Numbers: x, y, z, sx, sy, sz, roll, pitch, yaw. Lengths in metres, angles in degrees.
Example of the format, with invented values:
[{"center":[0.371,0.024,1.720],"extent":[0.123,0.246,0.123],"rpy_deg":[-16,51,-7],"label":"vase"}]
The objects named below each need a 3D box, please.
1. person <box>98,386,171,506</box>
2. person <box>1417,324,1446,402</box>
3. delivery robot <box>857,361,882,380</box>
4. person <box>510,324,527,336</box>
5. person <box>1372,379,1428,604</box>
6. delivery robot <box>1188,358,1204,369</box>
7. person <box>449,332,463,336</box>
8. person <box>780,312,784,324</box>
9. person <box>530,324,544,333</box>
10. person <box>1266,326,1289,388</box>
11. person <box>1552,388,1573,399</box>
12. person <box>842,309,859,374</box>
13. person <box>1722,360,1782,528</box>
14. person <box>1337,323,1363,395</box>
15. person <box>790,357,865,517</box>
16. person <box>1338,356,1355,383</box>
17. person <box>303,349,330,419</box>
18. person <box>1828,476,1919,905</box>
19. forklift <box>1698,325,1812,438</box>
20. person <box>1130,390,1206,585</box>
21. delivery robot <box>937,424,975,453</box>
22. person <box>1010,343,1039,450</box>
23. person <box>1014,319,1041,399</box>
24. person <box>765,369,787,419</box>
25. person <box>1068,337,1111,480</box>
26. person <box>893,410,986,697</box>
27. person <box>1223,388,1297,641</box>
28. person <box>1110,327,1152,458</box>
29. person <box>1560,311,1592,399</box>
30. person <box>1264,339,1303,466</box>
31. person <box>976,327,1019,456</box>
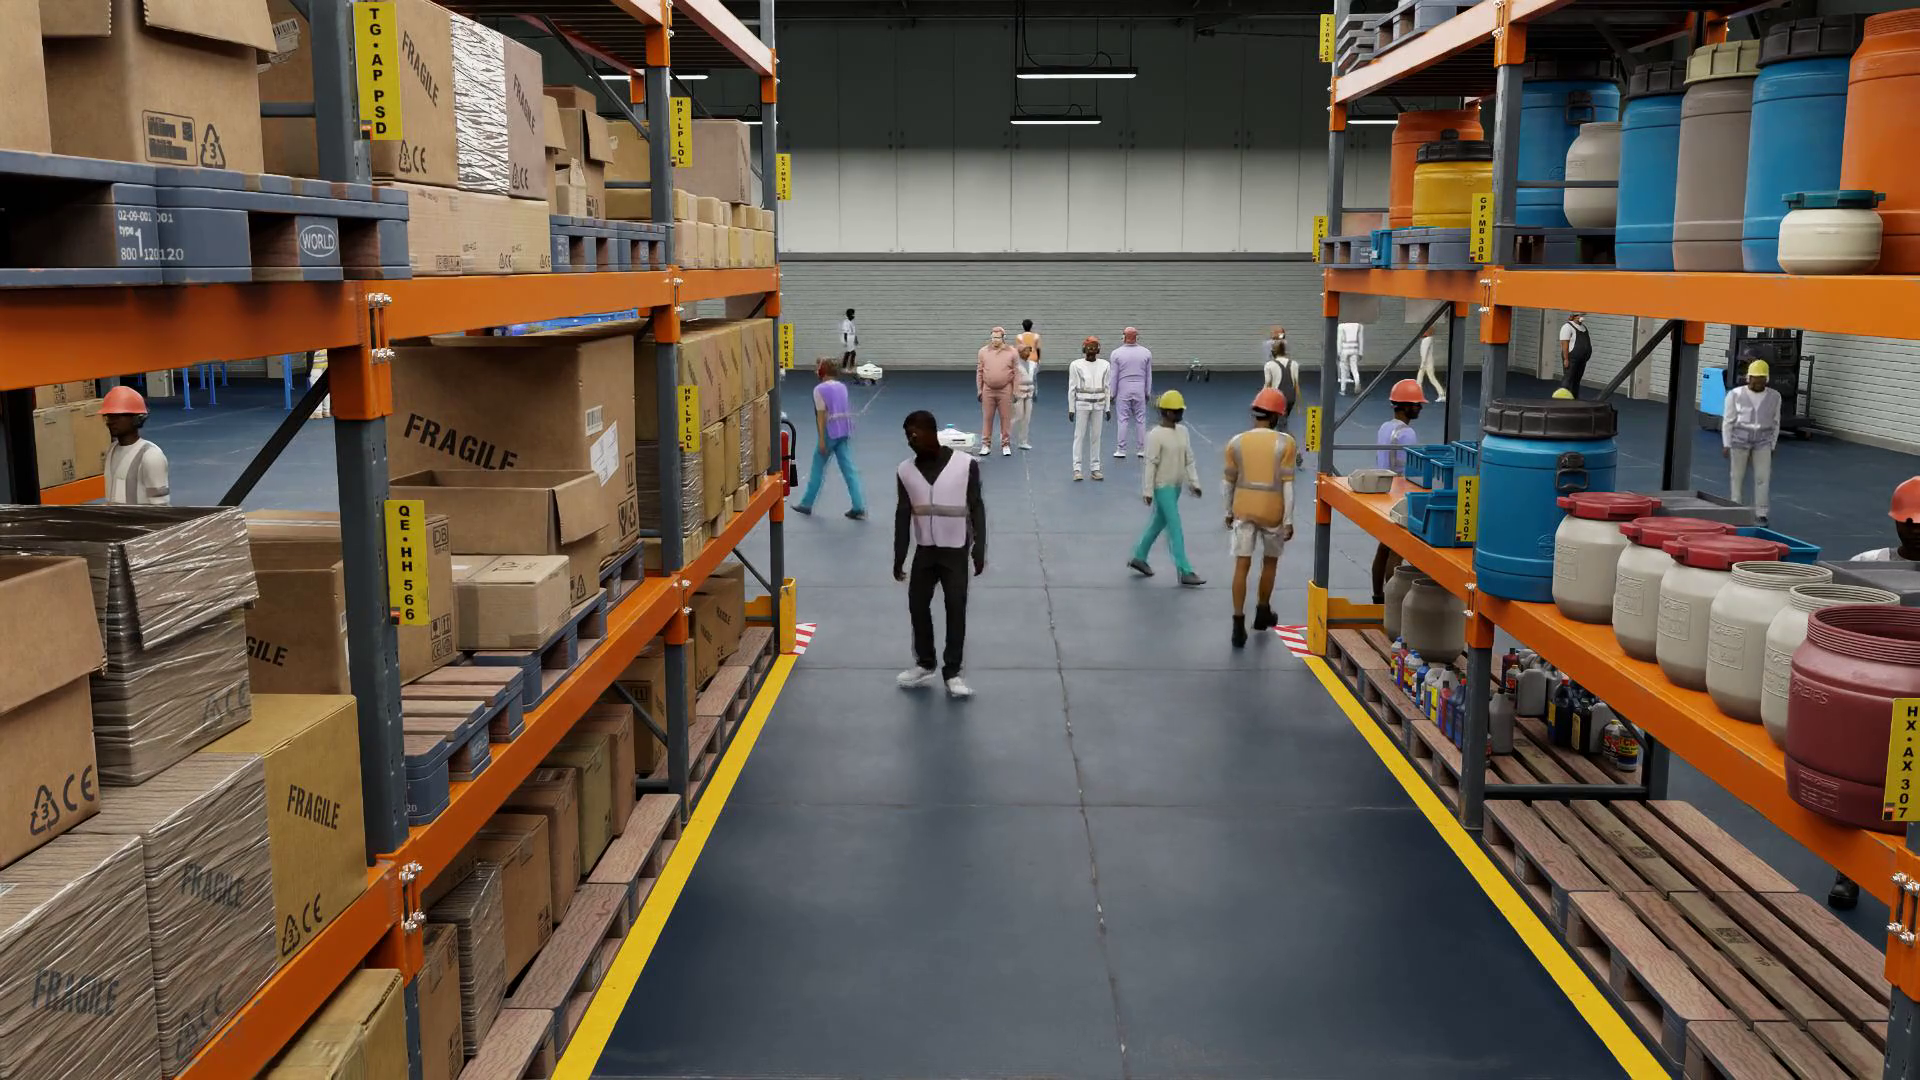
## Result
[{"center":[-5.447,0.009,10.969],"extent":[0.615,2.047,0.356],"rpy_deg":[6,11,34],"label":"person"},{"center":[9.610,-3.622,34.077],"extent":[0.785,1.592,0.500],"rpy_deg":[1,10,6],"label":"person"},{"center":[-2.124,-3.950,38.997],"extent":[0.477,0.478,0.707],"rpy_deg":[-6,12,-34],"label":"delivery robot"},{"center":[-6.865,-2.471,26.342],"extent":[0.961,1.884,0.592],"rpy_deg":[-6,11,-31],"label":"person"},{"center":[3.489,-0.308,13.196],"extent":[0.379,1.937,0.547],"rpy_deg":[-1,10,-8],"label":"person"},{"center":[5.713,-4.267,40.118],"extent":[0.335,0.223,0.698],"rpy_deg":[4,10,24],"label":"delivery robot"},{"center":[-11.749,-4.651,39.322],"extent":[0.930,1.896,0.574],"rpy_deg":[1,9,3],"label":"person"},{"center":[-4.657,-5.102,41.953],"extent":[0.383,1.923,0.589],"rpy_deg":[5,11,26],"label":"person"},{"center":[-6.476,-2.389,25.800],"extent":[0.891,1.897,0.663],"rpy_deg":[-8,12,-39],"label":"person"},{"center":[6.218,-3.419,32.798],"extent":[0.504,1.612,0.658],"rpy_deg":[-3,10,-16],"label":"person"},{"center":[5.346,-0.483,14.881],"extent":[0.528,1.737,0.618],"rpy_deg":[3,10,19],"label":"person"},{"center":[-2.745,-5.066,42.496],"extent":[0.674,1.673,0.552],"rpy_deg":[2,10,10],"label":"person"},{"center":[8.531,-1.026,17.910],"extent":[0.600,1.801,0.810],"rpy_deg":[3,10,15],"label":"person"},{"center":[8.396,-4.037,35.776],"extent":[0.582,1.866,0.742],"rpy_deg":[-1,10,-6],"label":"person"},{"center":[-1.459,-1.159,18.744],"extent":[0.986,1.788,0.587],"rpy_deg":[7,12,35],"label":"person"},{"center":[9.225,-4.581,39.705],"extent":[0.280,1.633,0.503],"rpy_deg":[-8,12,-40],"label":"person"},{"center":[-11.853,-3.168,30.617],"extent":[0.429,1.842,0.633],"rpy_deg":[2,10,10],"label":"person"},{"center":[4.133,0.679,7.285],"extent":[0.553,1.935,0.364],"rpy_deg":[4,10,23],"label":"person"},{"center":[13.248,-3.165,27.620],"extent":[1.129,2.768,1.873],"rpy_deg":[0,9,1],"label":"forklift"},{"center":[1.862,-0.490,14.934],"extent":[0.900,1.725,0.533],"rpy_deg":[8,13,41],"label":"person"},{"center":[-0.140,-1.415,23.808],"extent":[0.707,0.478,0.477],"rpy_deg":[0,10,-1],"label":"delivery robot"},{"center":[0.941,-2.201,25.485],"extent":[0.514,1.623,0.413],"rpy_deg":[-8,12,-40],"label":"person"},{"center":[1.374,-3.729,34.430],"extent":[0.552,1.677,0.565],"rpy_deg":[-2,10,-11],"label":"person"},{"center":[-3.394,-3.037,29.857],"extent":[0.942,1.846,0.699],"rpy_deg":[-8,12,-40],"label":"person"},{"center":[1.707,-1.729,21.875],"extent":[0.585,1.881,0.337],"rpy_deg":[-3,10,-16],"label":"person"},{"center":[-0.124,0.074,11.101],"extent":[0.664,1.882,0.466],"rpy_deg":[4,10,20],"label":"person"},{"center":[2.276,-0.200,12.644],"extent":[0.602,1.897,0.819],"rpy_deg":[4,10,22],"label":"person"},{"center":[2.490,-2.160,24.384],"extent":[0.636,1.911,0.406],"rpy_deg":[-2,10,-10],"label":"person"},{"center":[11.935,-3.505,32.165],"extent":[0.682,2.000,0.538],"rpy_deg":[-7,12,-37],"label":"person"},{"center":[4.557,-1.913,23.317],"extent":[0.529,1.792,0.916],"rpy_deg":[-3,10,-20],"label":"person"},{"center":[0.553,-2.202,24.661],"extent":[0.637,1.902,0.406],"rpy_deg":[1,10,7],"label":"person"}]
